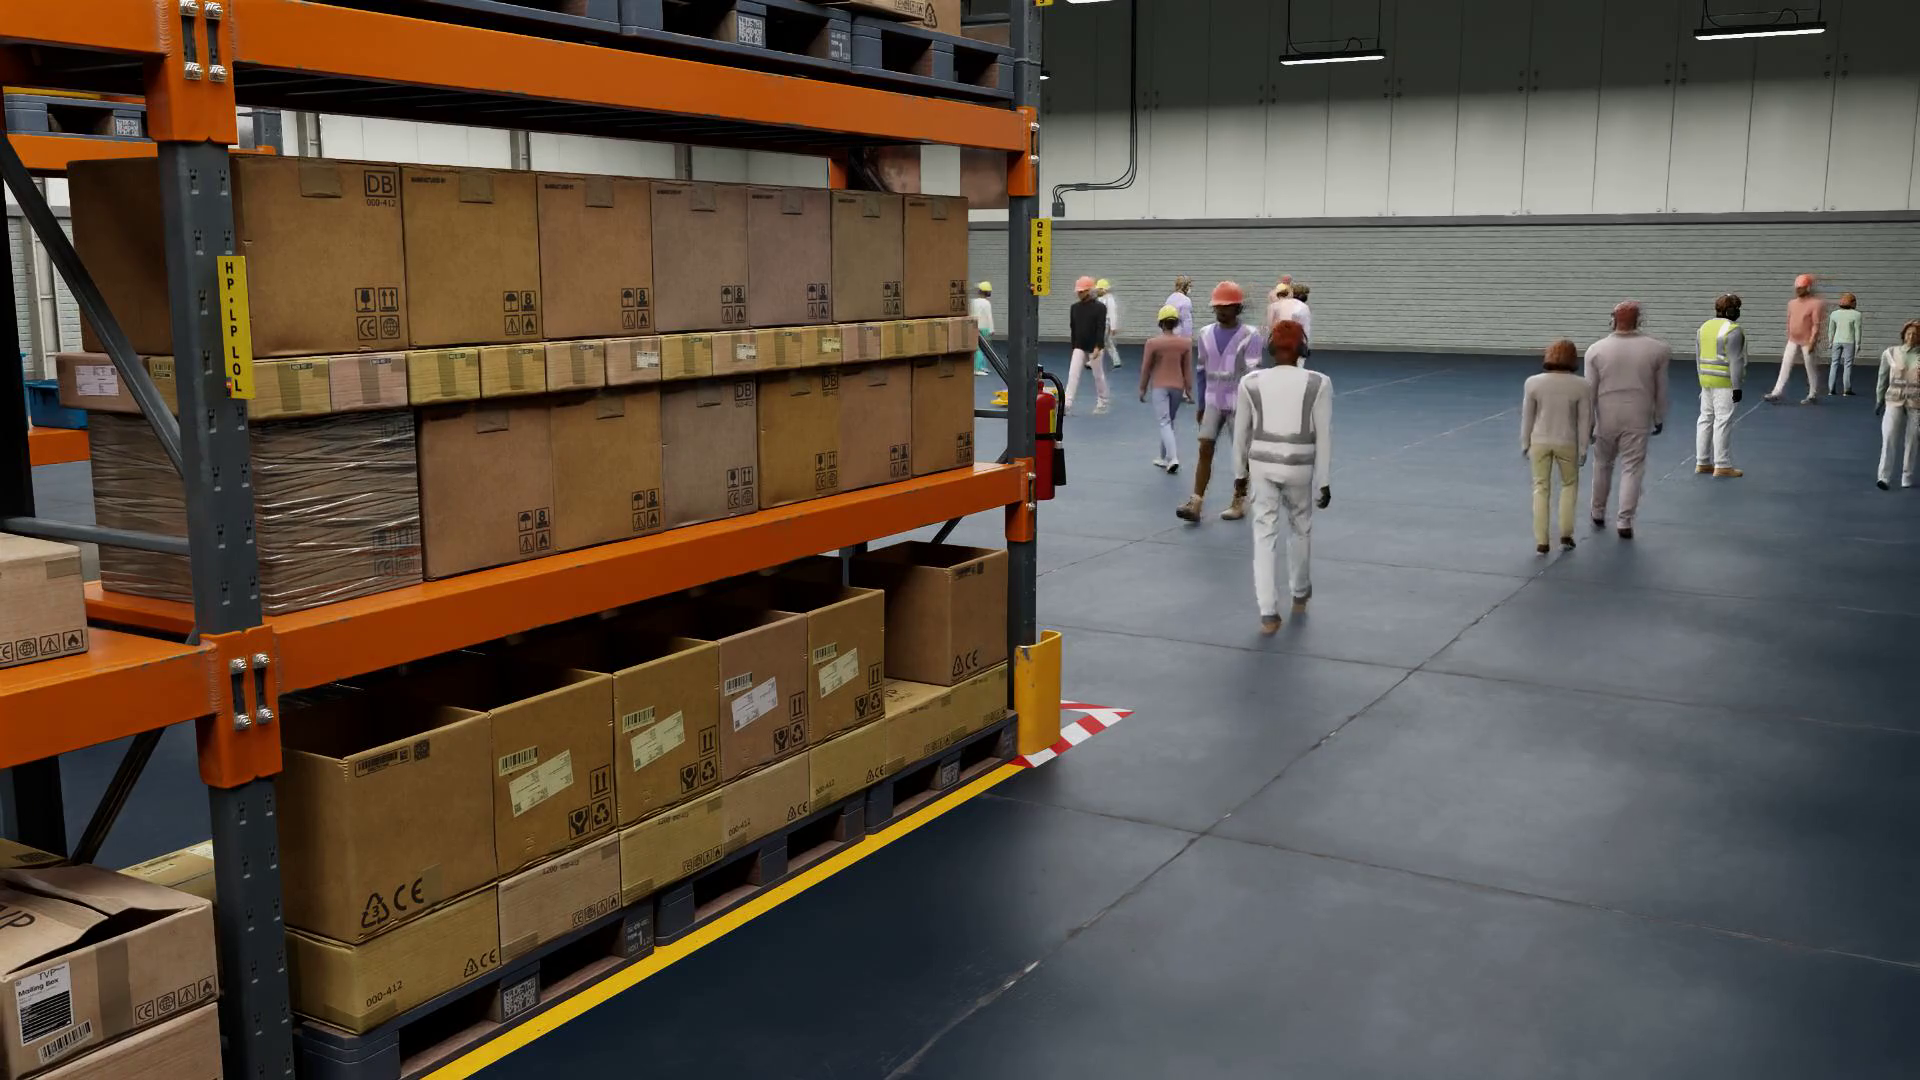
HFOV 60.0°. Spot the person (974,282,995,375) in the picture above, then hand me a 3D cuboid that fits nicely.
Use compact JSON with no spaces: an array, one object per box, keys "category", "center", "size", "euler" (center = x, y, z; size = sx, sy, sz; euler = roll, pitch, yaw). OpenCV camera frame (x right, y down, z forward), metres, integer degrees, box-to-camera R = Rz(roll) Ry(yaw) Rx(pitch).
[{"category":"person","center":[0.498,-3.947,31.087],"size":[0.573,1.745,0.557],"euler":[-4,11,-24]}]

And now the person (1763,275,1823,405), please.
[{"category":"person","center":[12.513,-2.965,24.791],"size":[1.011,1.937,0.644],"euler":[-5,11,-25]}]

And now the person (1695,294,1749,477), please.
[{"category":"person","center":[7.743,-1.567,16.895],"size":[0.429,1.845,0.621],"euler":[-2,10,-11]}]

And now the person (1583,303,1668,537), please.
[{"category":"person","center":[5.346,-0.977,13.417],"size":[0.645,1.854,1.007],"euler":[4,10,20]}]

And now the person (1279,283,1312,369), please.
[{"category":"person","center":[4.969,-2.874,24.604],"size":[0.446,1.823,0.643],"euler":[-5,11,-25]}]

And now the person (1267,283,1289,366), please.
[{"category":"person","center":[5.632,-3.612,29.128],"size":[0.554,1.752,0.387],"euler":[-3,10,-15]}]

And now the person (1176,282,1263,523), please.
[{"category":"person","center":[2.157,-1.118,13.789],"size":[0.640,2.000,0.982],"euler":[7,12,35]}]

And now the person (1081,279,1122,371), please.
[{"category":"person","center":[2.771,-4.161,32.269],"size":[0.950,1.780,0.615],"euler":[-3,10,-18]}]

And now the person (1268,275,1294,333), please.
[{"category":"person","center":[6.426,-4.279,32.736],"size":[0.670,1.848,1.013],"euler":[5,11,28]}]

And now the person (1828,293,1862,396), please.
[{"category":"person","center":[14.169,-3.127,26.638],"size":[0.280,1.633,0.500],"euler":[-8,12,-38]}]

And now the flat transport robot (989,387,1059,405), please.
[{"category":"flat transport robot","center":[1.077,-2.160,24.959],"size":[0.652,0.197,1.431],"euler":[6,11,30]}]

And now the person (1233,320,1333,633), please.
[{"category":"person","center":[1.968,-0.409,10.116],"size":[0.610,1.836,0.953],"euler":[3,10,18]}]

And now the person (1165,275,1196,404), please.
[{"category":"person","center":[3.322,-3.016,25.111],"size":[0.373,1.935,0.628],"euler":[-4,11,-23]}]

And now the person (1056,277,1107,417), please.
[{"category":"person","center":[1.730,-2.671,23.082],"size":[0.637,1.923,1.072],"euler":[7,12,34]}]

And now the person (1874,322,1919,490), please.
[{"category":"person","center":[9.005,-1.266,15.834],"size":[0.541,1.600,0.768],"euler":[6,12,33]}]

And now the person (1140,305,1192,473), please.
[{"category":"person","center":[2.159,-1.573,17.264],"size":[0.532,1.728,0.883],"euler":[-3,10,-15]}]

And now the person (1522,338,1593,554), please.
[{"category":"person","center":[4.483,-0.704,12.516],"size":[0.502,1.615,0.559],"euler":[5,11,25]}]
